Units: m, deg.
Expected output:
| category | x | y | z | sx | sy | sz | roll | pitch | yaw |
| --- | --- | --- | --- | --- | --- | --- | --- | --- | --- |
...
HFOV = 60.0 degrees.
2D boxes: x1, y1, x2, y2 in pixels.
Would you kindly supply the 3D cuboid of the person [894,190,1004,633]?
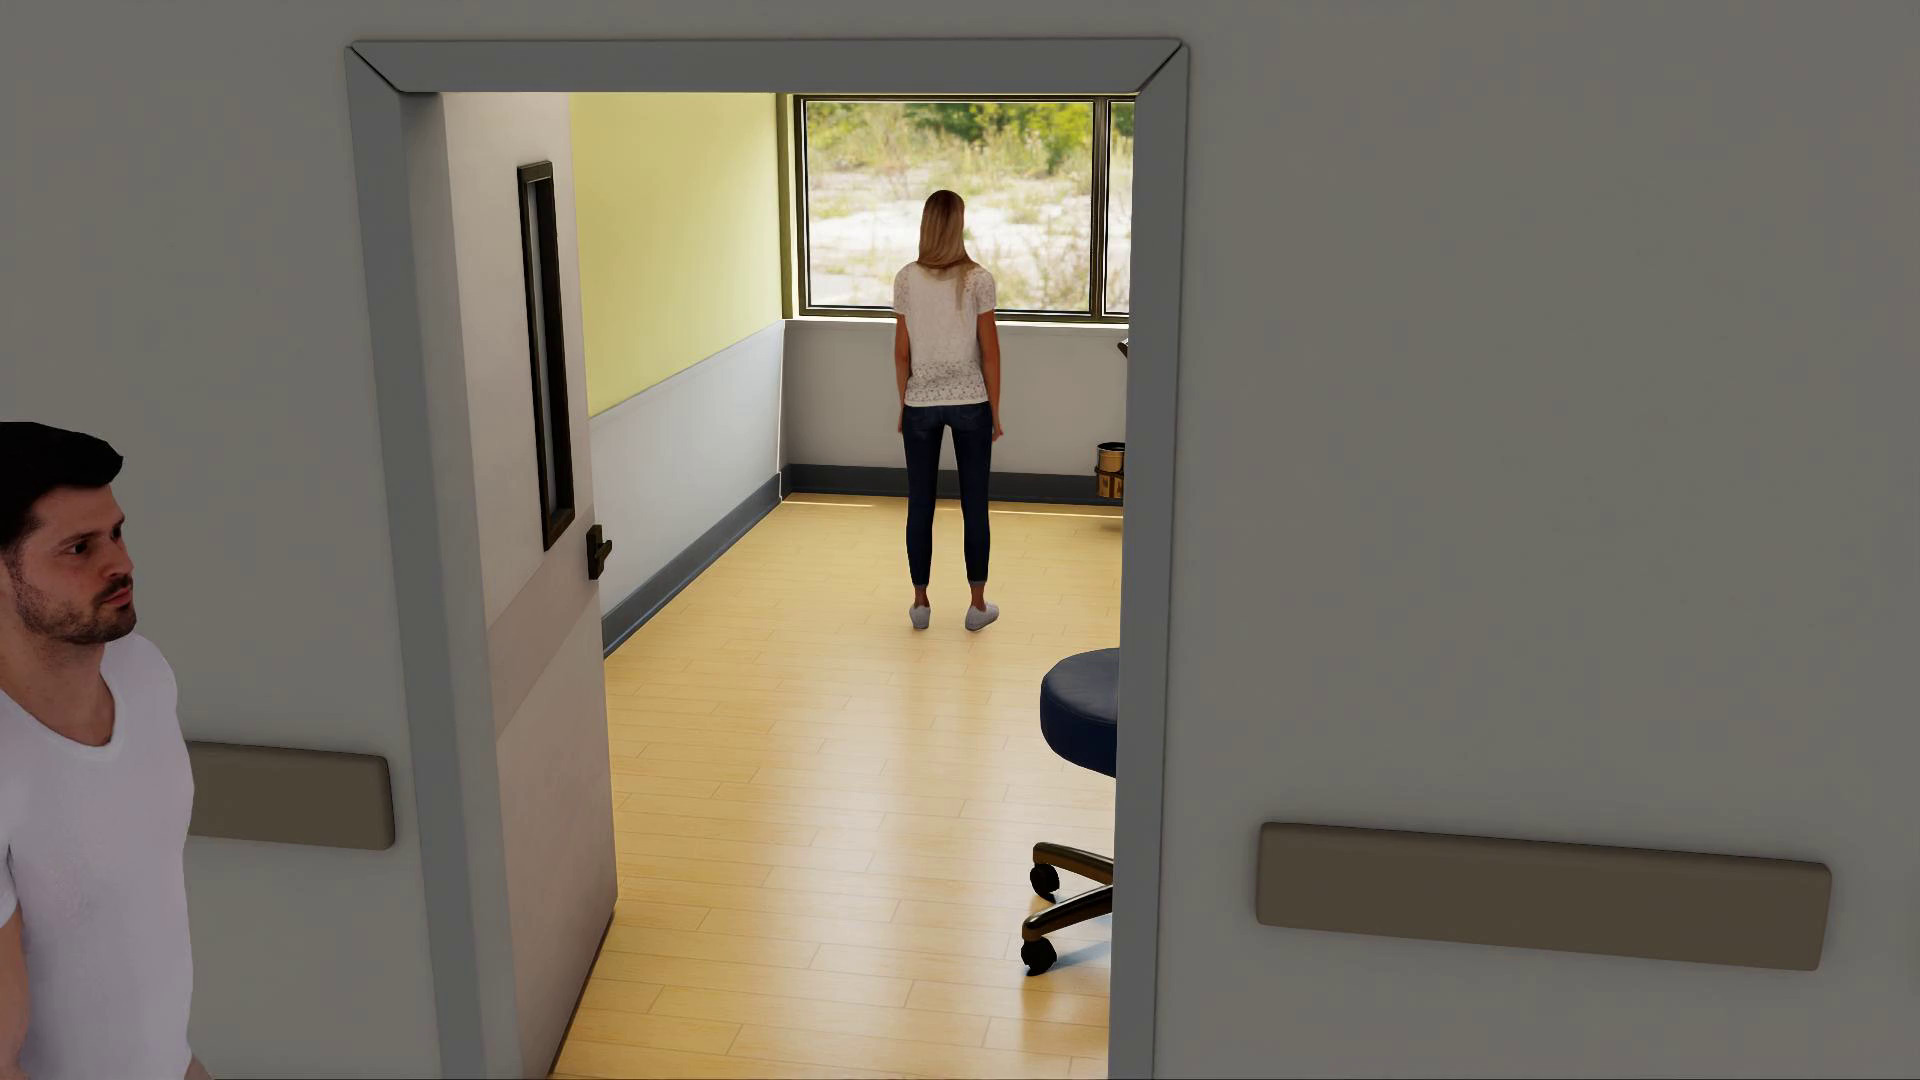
| category | x | y | z | sx | sy | sz | roll | pitch | yaw |
| --- | --- | --- | --- | --- | --- | --- | --- | --- | --- |
| person | -0.053 | -0.517 | 6.807 | 0.438 | 1.809 | 0.652 | 2 | 16 | 8 |
